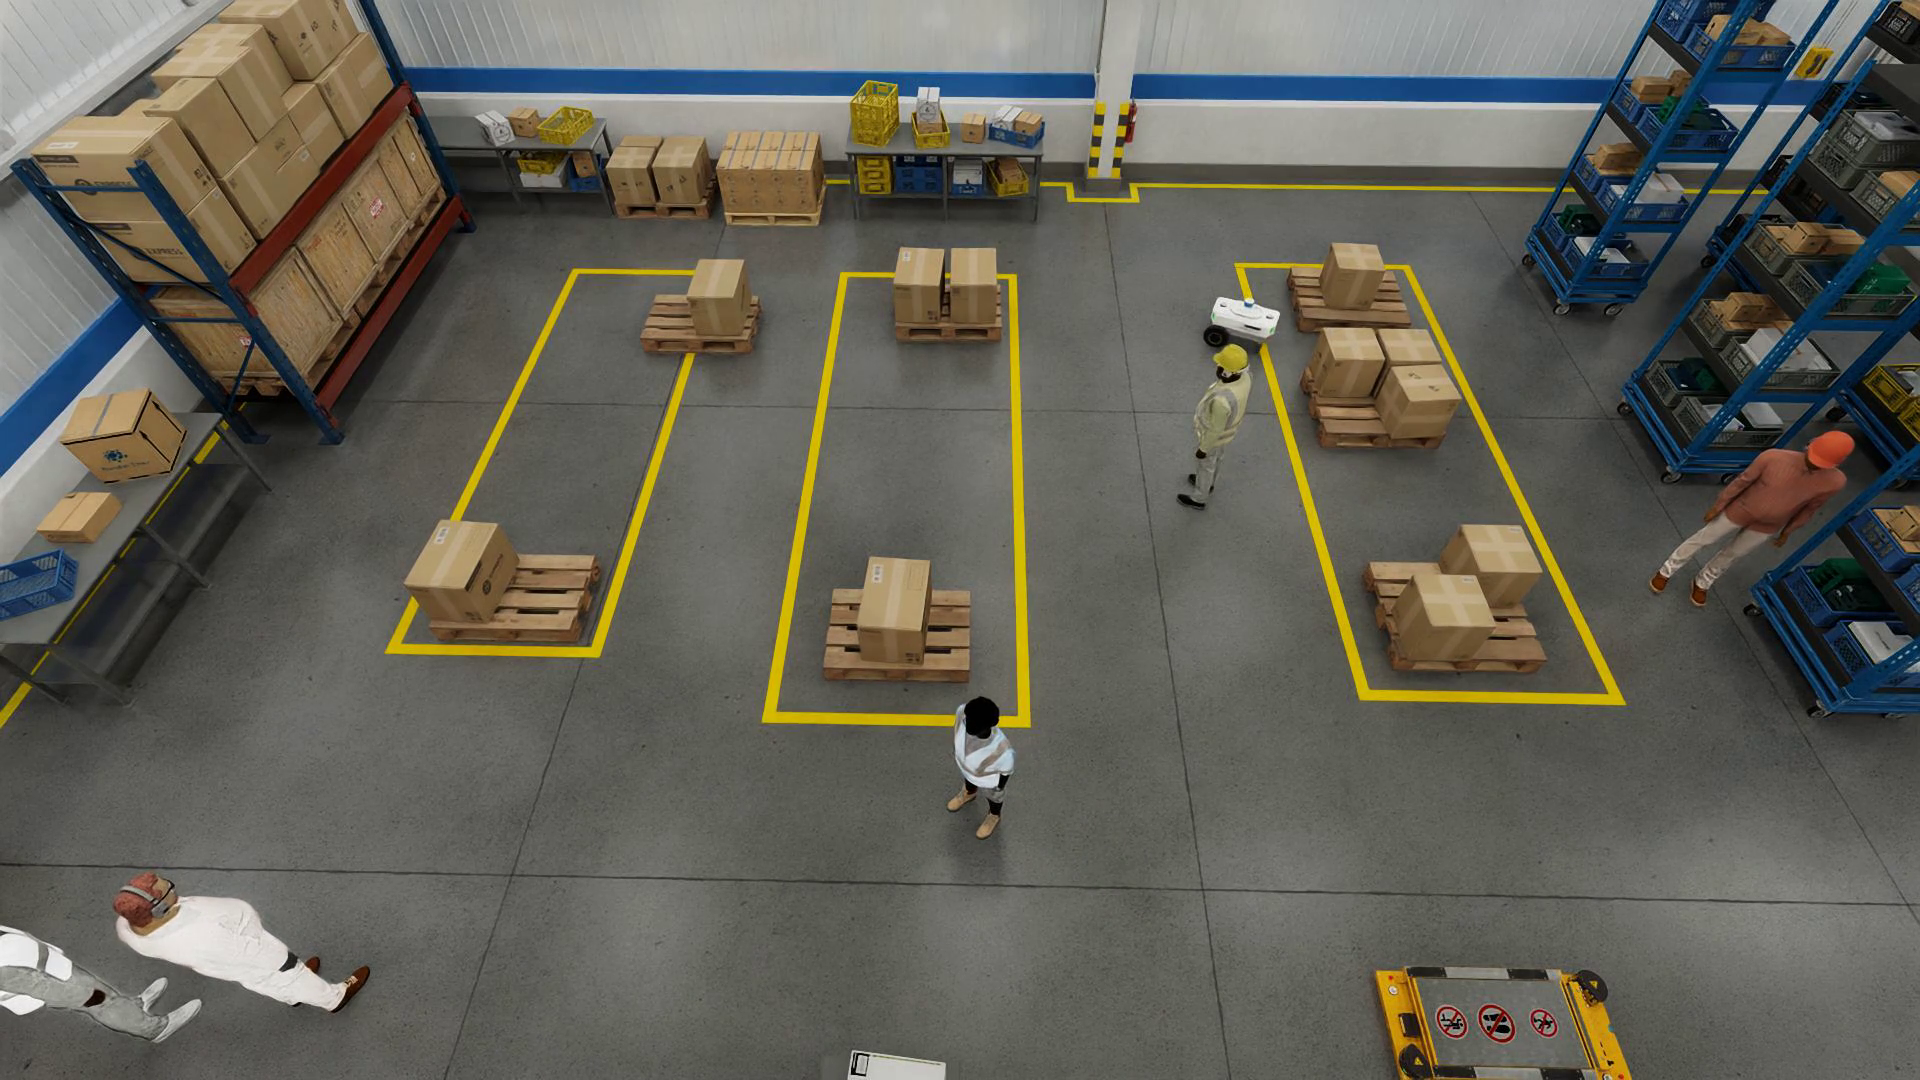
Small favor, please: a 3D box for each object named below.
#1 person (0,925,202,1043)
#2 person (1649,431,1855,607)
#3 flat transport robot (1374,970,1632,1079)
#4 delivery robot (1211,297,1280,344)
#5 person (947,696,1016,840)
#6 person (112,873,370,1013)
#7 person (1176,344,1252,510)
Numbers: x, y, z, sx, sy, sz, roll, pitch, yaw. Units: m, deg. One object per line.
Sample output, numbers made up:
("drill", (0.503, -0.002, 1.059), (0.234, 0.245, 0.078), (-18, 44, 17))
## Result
("person", (-5.315, 2.550, 5.334), (0.600, 1.917, 0.376), (20, 54, 15))
("person", (6.501, -0.170, 7.510), (0.610, 1.984, 0.400), (25, 55, 19))
("flat transport robot", (3.501, 3.133, 5.914), (1.431, 0.197, 0.652), (1, 51, 1))
("delivery robot", (3.183, -2.476, 10.246), (0.707, 0.478, 0.477), (20, 54, 15))
("person", (0.135, 1.552, 6.288), (0.320, 1.697, 0.531), (-35, 59, -25))
("person", (-4.280, 2.421, 5.451), (0.639, 1.903, 0.409), (9, 51, 7))
("person", (2.303, -1.010, 8.291), (0.404, 1.829, 0.600), (27, 56, 20))
